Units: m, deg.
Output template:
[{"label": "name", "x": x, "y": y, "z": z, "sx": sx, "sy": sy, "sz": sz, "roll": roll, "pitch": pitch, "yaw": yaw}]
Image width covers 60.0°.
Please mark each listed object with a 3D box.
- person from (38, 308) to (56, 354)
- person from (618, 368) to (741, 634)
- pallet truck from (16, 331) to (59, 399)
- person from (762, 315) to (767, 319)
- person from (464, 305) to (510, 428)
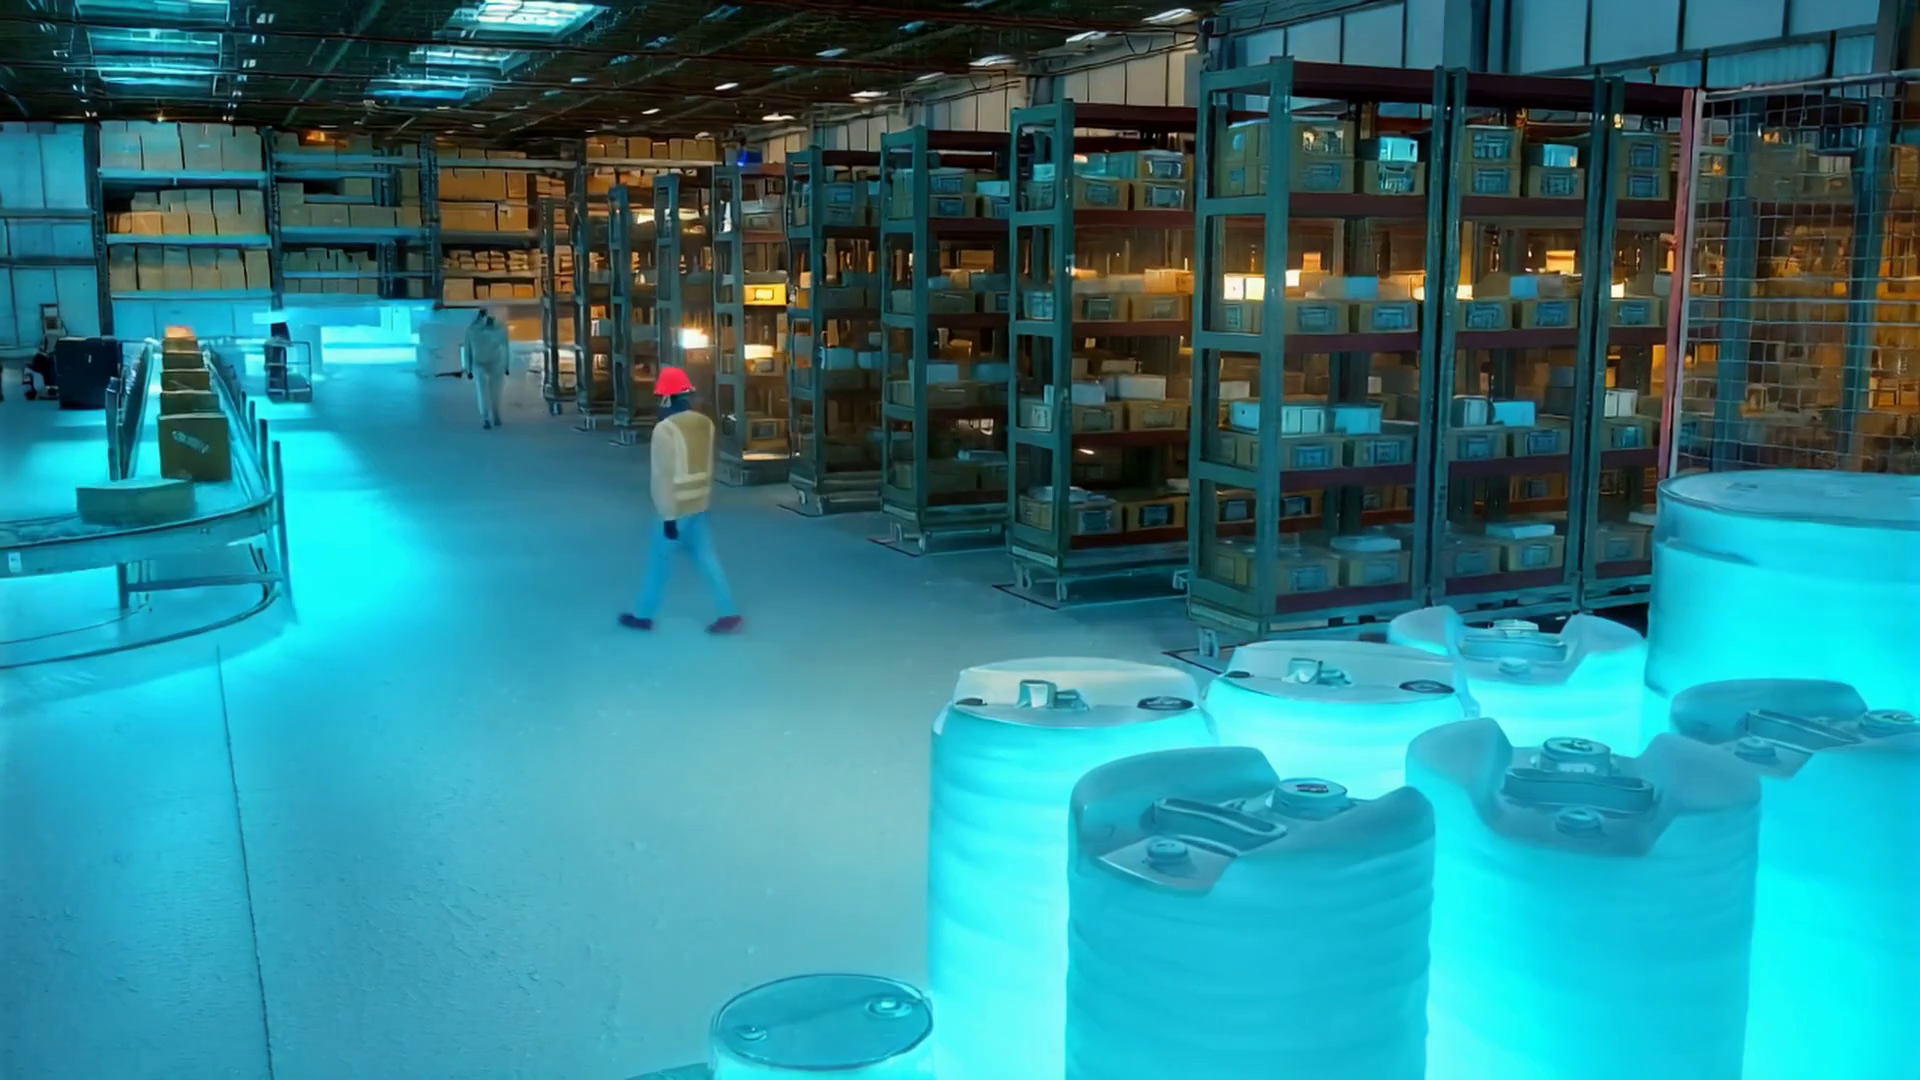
[{"label": "person", "x": -20.212, "y": -4.322, "z": 36.786, "sx": 0.554, "sy": 1.618, "sz": 0.499, "roll": 0, "pitch": 9, "yaw": -2}, {"label": "person", "x": -1.857, "y": -0.251, "z": 11.056, "sx": 0.904, "sy": 1.788, "sz": 0.599, "roll": 5, "pitch": 11, "yaw": 30}, {"label": "pallet truck", "x": -17.082, "y": -3.353, "z": 31.781, "sx": 1.630, "sy": 1.274, "sz": 0.653, "roll": -4, "pitch": 10, "yaw": -25}, {"label": "person", "x": -4.122, "y": -4.228, "z": 35.087, "sx": 0.391, "sy": 1.986, "sz": 0.609, "roll": 3, "pitch": 10, "yaw": 20}, {"label": "person", "x": -7.329, "y": -2.685, "z": 25.788, "sx": 0.670, "sy": 1.893, "sz": 0.487, "roll": -3, "pitch": 10, "yaw": -19}]
